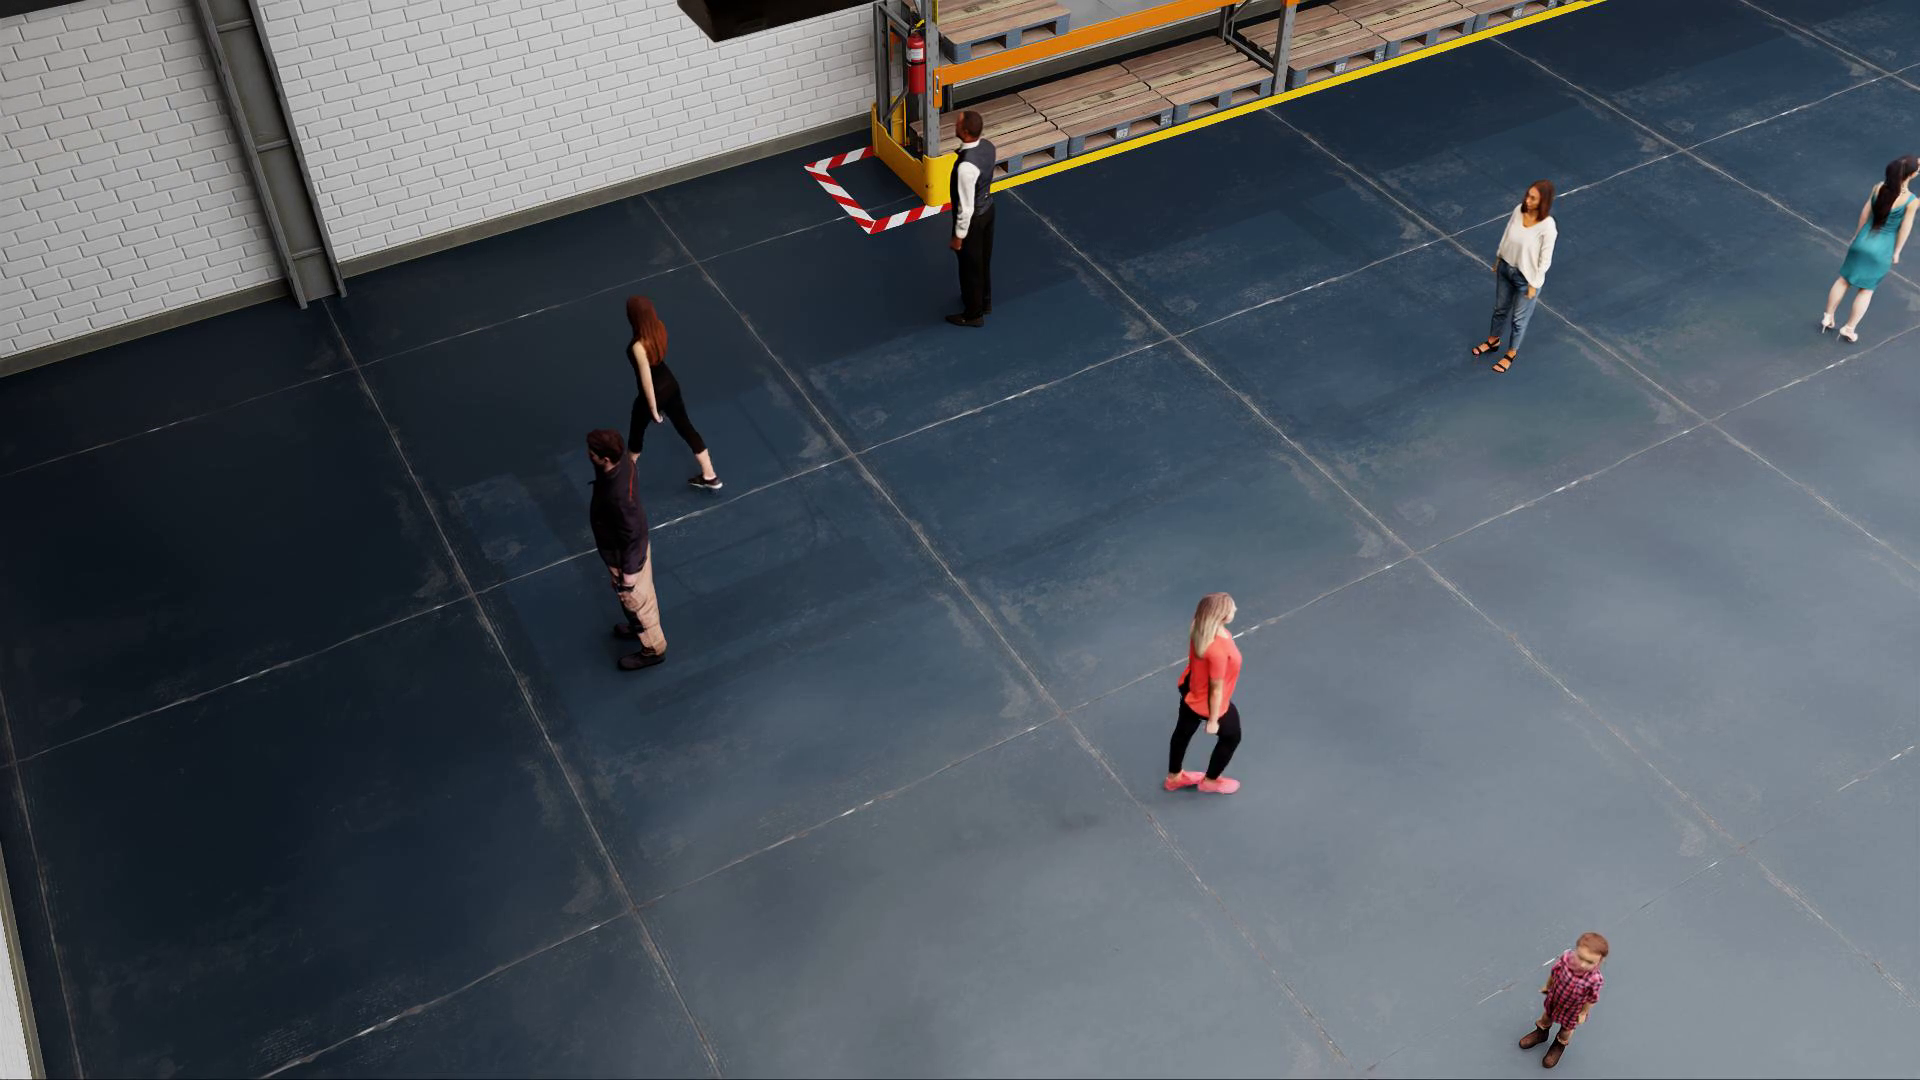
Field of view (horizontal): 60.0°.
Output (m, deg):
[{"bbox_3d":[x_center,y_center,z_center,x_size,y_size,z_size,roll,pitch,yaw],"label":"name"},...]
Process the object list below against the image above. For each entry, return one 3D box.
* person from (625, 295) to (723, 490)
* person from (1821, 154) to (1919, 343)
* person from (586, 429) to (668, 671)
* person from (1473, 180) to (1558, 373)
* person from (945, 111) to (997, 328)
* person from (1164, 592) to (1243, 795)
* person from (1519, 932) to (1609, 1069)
[{"bbox_3d":[-2.082,-1.011,11.913,1.093,1.679,1.135,16,46,16],"label":"person"},{"bbox_3d":[7.301,-2.337,13.298,0.504,1.687,0.558,-26,49,-25],"label":"person"},{"bbox_3d":[-2.130,0.054,10.617,0.722,1.925,0.778,-7,44,-8],"label":"person"},{"bbox_3d":[4.399,-2.088,13.041,0.525,1.682,0.617,-21,47,-20],"label":"person"},{"bbox_3d":[0.108,-2.584,13.390,0.839,1.918,0.738,17,46,17],"label":"person"},{"bbox_3d":[1.366,0.946,9.854,0.752,1.684,0.699,-10,45,-10],"label":"person"},{"bbox_3d":[3.229,2.412,8.794,0.467,1.023,0.449,-28,50,-26],"label":"person"}]
